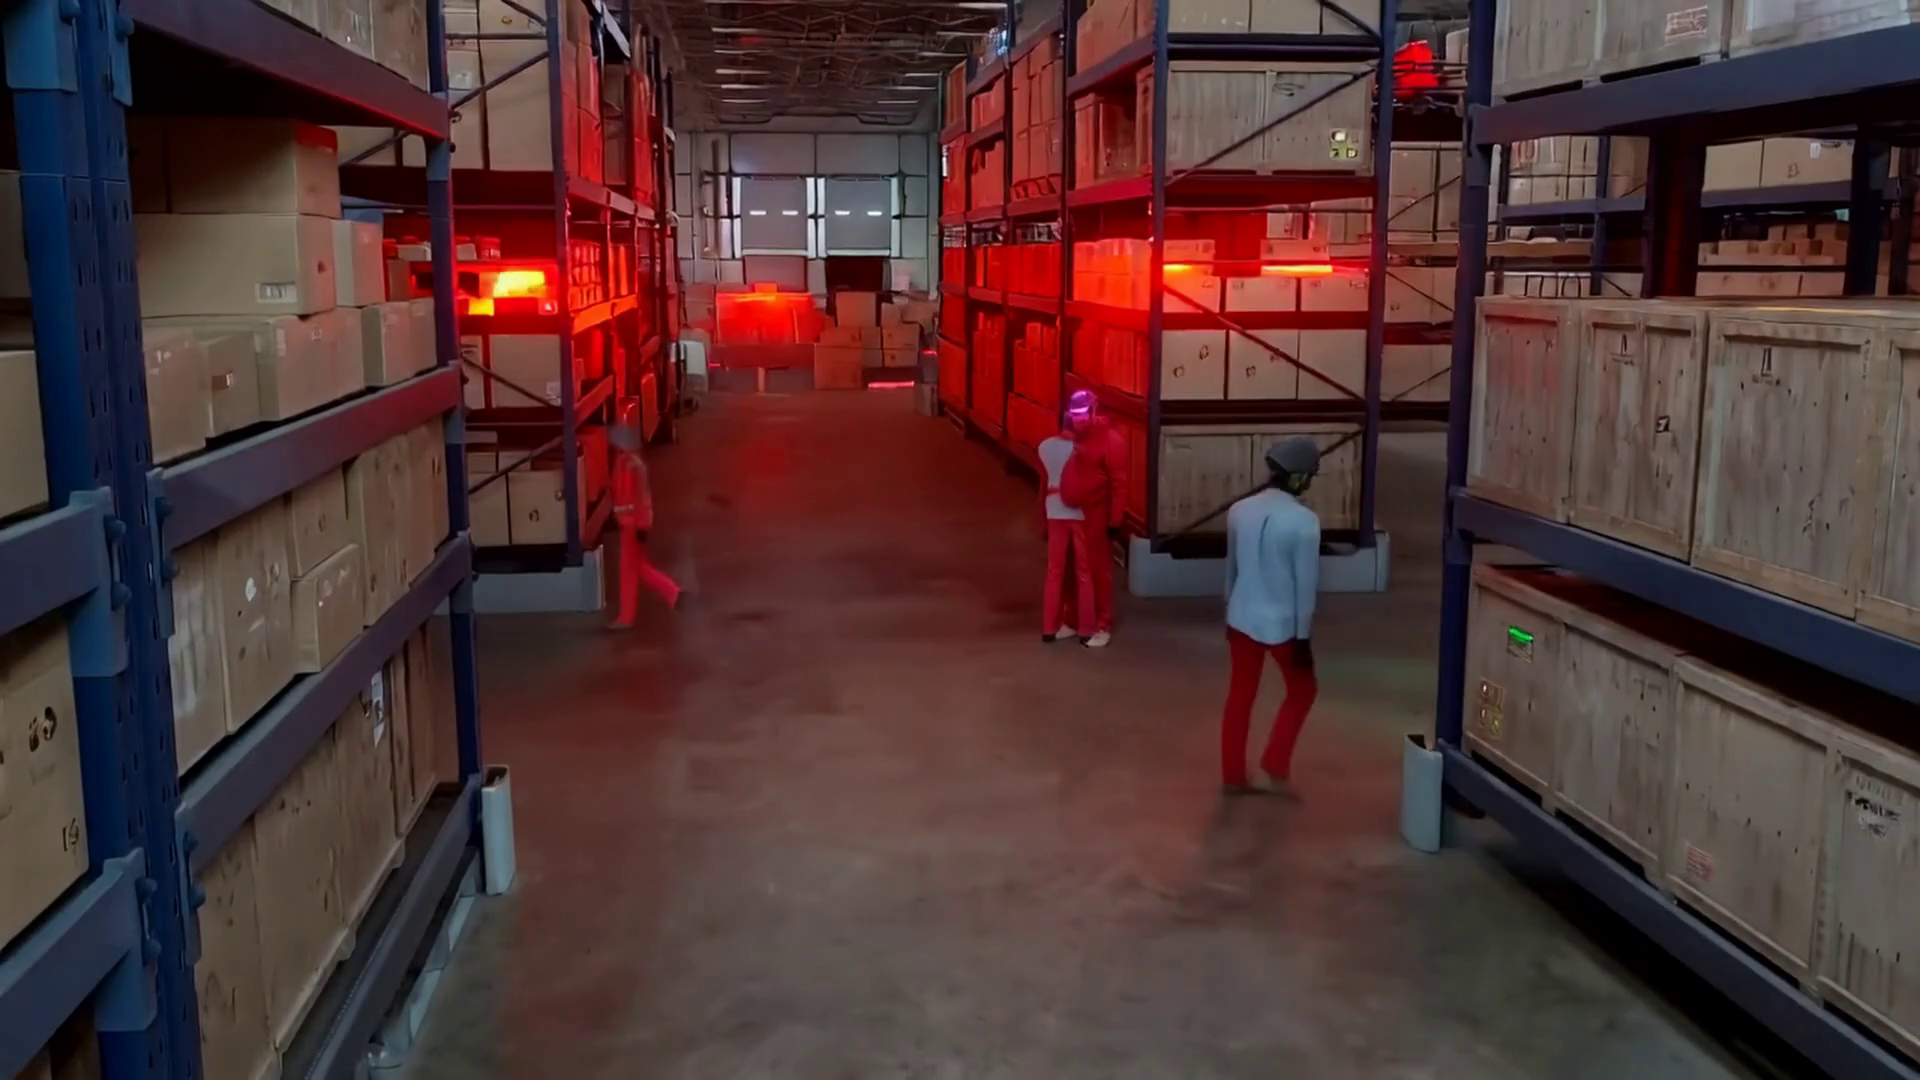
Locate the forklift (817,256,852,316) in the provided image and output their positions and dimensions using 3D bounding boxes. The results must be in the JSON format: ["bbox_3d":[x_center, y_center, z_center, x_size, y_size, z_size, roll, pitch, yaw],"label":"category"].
[{"bbox_3d":[-4.171,-8.359,57.229,1.129,2.768,1.873,-7,12,-35],"label":"forklift"}]

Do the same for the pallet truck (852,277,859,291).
[{"bbox_3d":[-3.782,-9.391,65.808,1.885,1.965,0.823,2,10,10],"label":"pallet truck"}]

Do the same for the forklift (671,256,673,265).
[{"bbox_3d":[-10.987,-9.066,61.344,1.129,2.768,1.873,-1,10,-7],"label":"forklift"}]

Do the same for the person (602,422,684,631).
[{"bbox_3d":[-2.494,-0.123,12.958,0.661,1.612,0.532,-6,11,-30],"label":"person"}]

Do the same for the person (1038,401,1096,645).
[{"bbox_3d":[0.843,-0.130,12.374,0.566,1.837,0.392,3,10,18],"label":"person"}]

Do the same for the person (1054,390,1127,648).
[{"bbox_3d":[0.912,-0.161,12.335,0.648,1.907,0.401,9,13,41],"label":"person"}]

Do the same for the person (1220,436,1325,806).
[{"bbox_3d":[1.607,0.433,8.695,0.681,1.958,0.527,10,14,44],"label":"person"}]
